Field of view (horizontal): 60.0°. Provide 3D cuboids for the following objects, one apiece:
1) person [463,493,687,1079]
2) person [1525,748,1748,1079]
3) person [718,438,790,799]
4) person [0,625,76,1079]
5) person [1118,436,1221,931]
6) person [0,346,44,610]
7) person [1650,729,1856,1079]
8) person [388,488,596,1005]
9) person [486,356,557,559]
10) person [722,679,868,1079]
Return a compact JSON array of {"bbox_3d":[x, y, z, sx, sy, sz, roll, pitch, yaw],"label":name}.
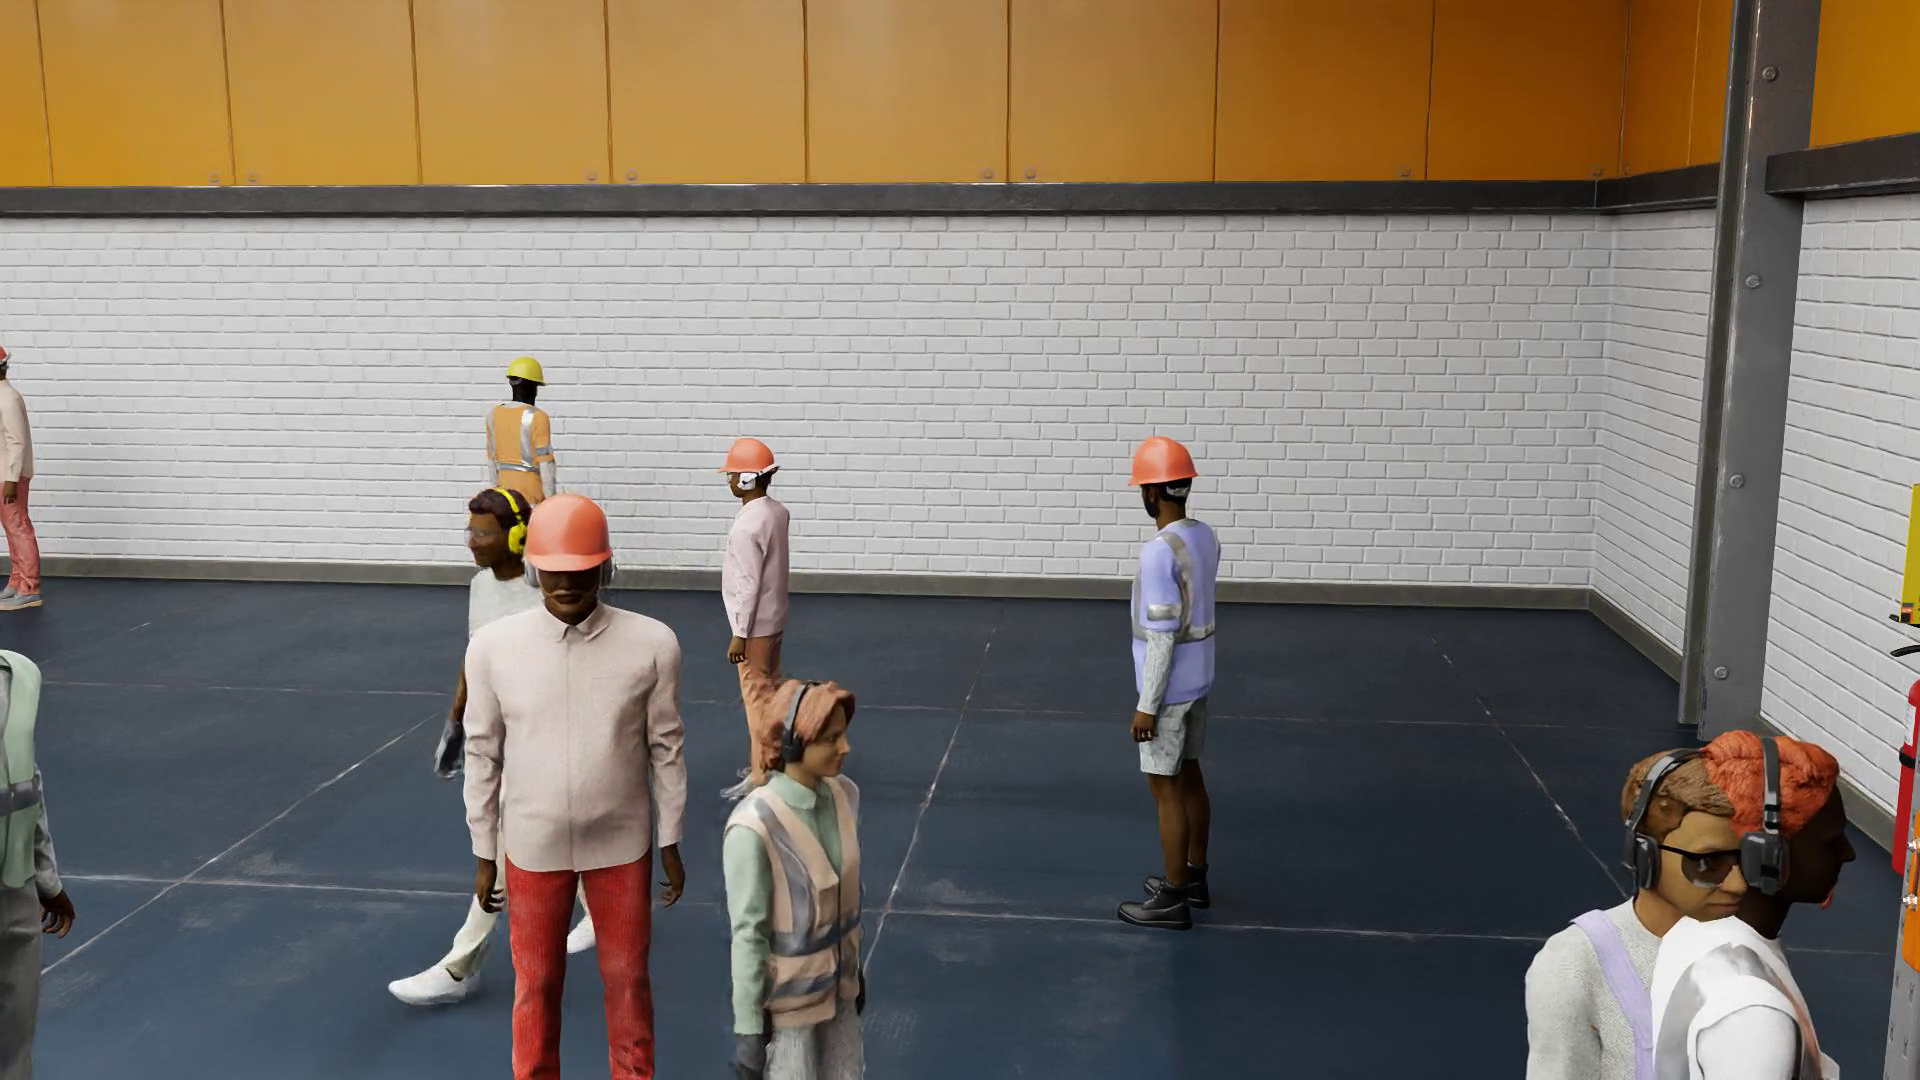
[{"bbox_3d":[-1.071,0.851,4.678,0.613,1.993,0.388,-2,10,-13],"label":"person"},{"bbox_3d":[1.175,1.245,2.841,0.514,1.845,0.338,-4,11,-24],"label":"person"},{"bbox_3d":[-1.001,0.376,8.077,0.325,1.752,0.563,2,10,9],"label":"person"},{"bbox_3d":[-2.577,0.949,4.333,0.390,1.919,0.591,1,10,7],"label":"person"},{"bbox_3d":[0.802,0.559,6.525,0.374,1.929,0.551,5,11,28],"label":"person"},{"bbox_3d":[-7.075,-0.479,12.312,0.393,1.985,0.611,-8,12,-37],"label":"person"},{"bbox_3d":[1.256,1.236,2.790,0.358,1.882,0.574,2,10,12],"label":"person"},{"bbox_3d":[-1.638,0.710,5.997,1.002,1.811,0.525,-10,14,-44],"label":"person"},{"bbox_3d":[-2.995,-0.304,11.507,0.585,1.918,0.379,6,12,31],"label":"person"},{"bbox_3d":[-0.429,1.131,4.126,0.463,1.620,0.528,5,11,28],"label":"person"}]
